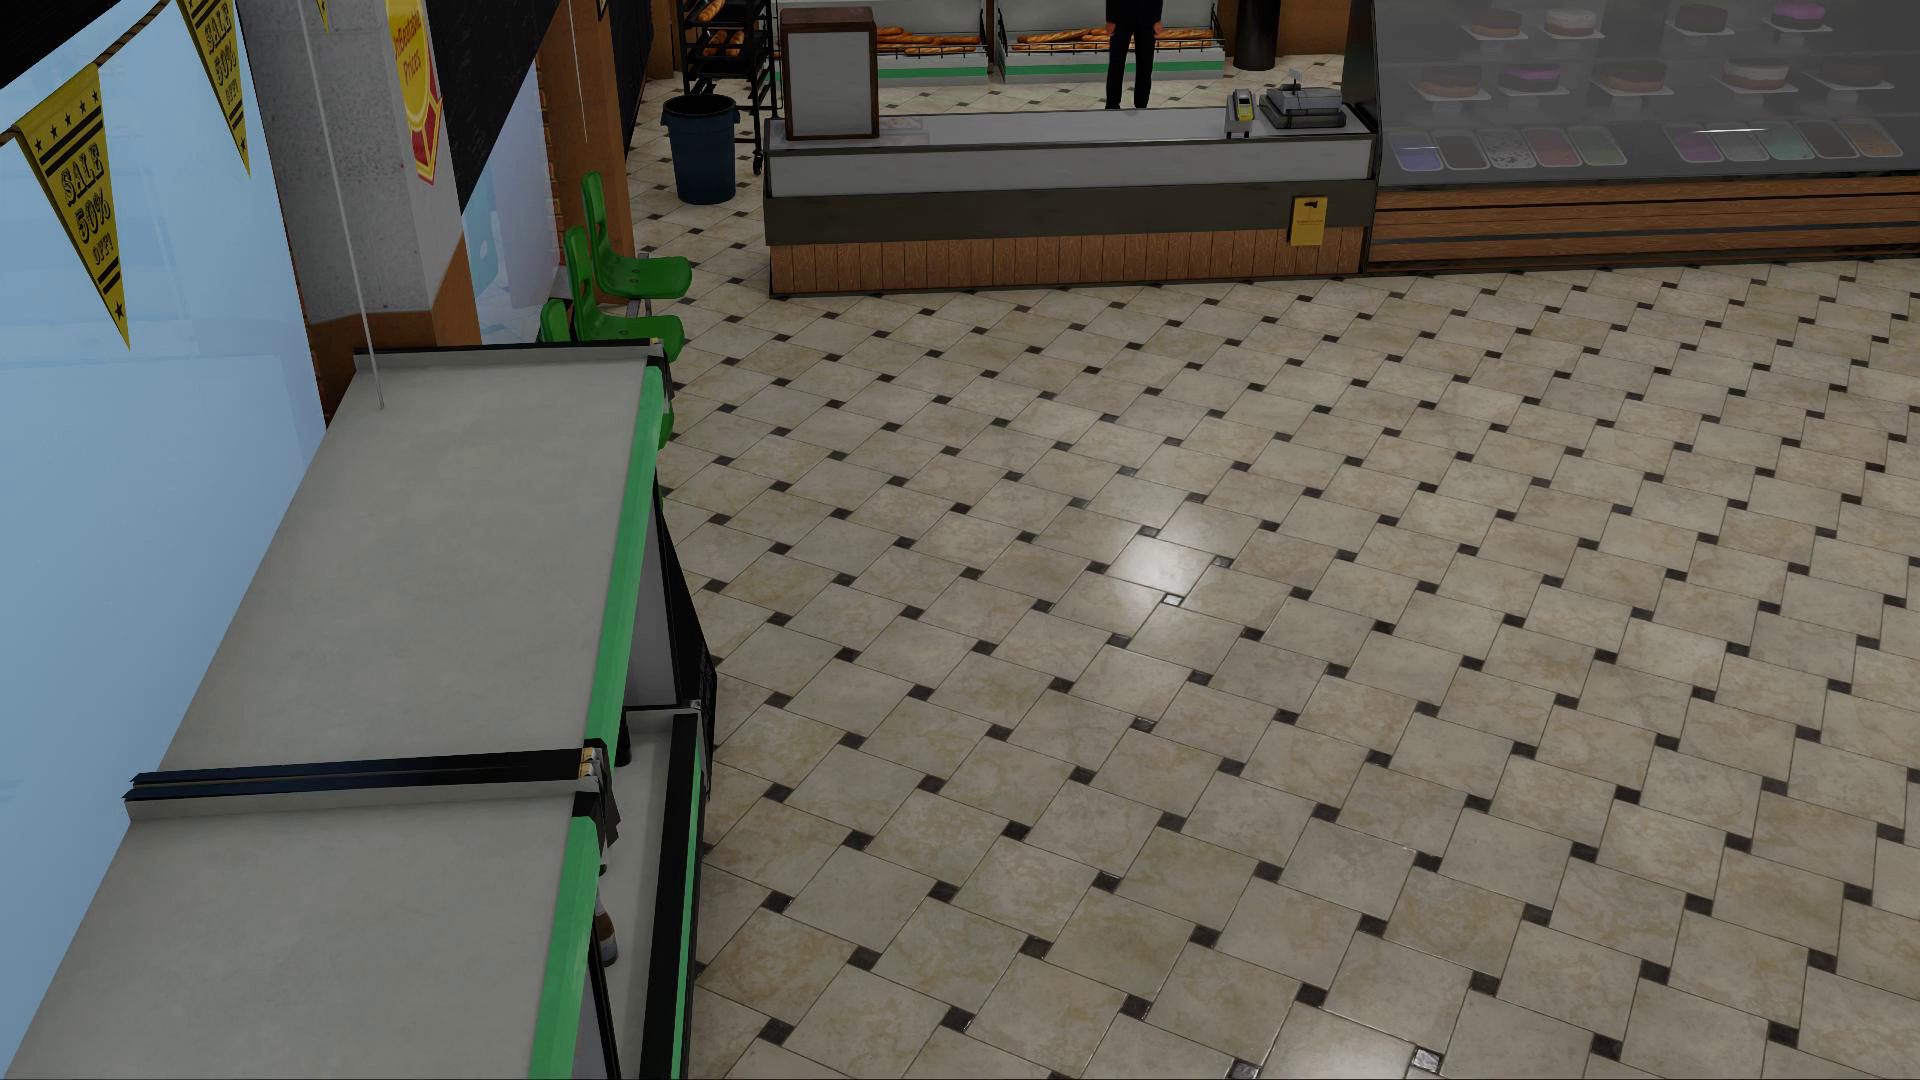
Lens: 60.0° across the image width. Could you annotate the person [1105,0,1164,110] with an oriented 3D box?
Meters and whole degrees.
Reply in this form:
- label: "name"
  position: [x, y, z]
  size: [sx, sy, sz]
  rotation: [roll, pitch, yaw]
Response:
- label: "person"
  position: [1.415, -4.247, 13.479]
  size: [0.615, 1.868, 0.570]
  rotation: [-3, 32, -5]
